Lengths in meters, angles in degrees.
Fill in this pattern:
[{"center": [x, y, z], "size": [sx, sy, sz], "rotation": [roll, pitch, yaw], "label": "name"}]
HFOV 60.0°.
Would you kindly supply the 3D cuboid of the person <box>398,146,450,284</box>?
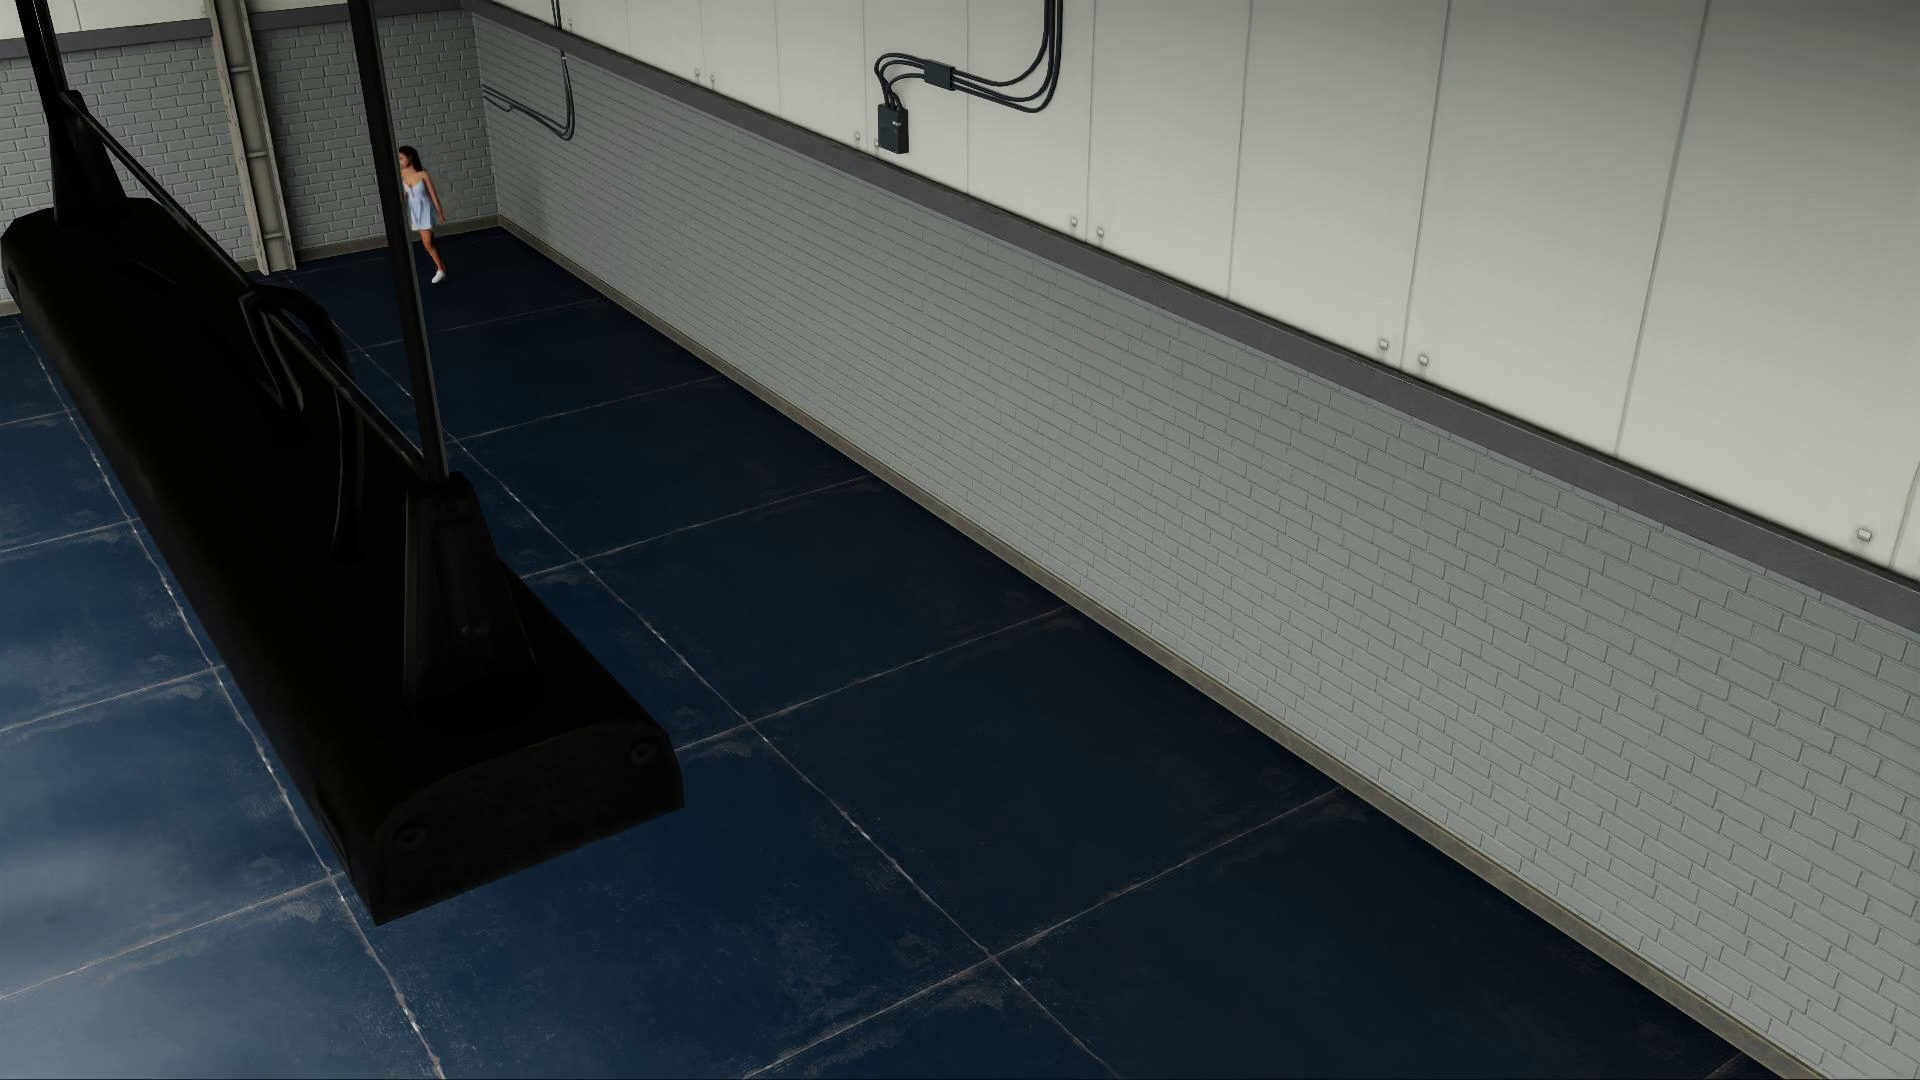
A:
[{"center": [-6.436, -3.946, 20.146], "size": [0.750, 1.691, 0.817], "rotation": [5, 28, 9], "label": "person"}]
